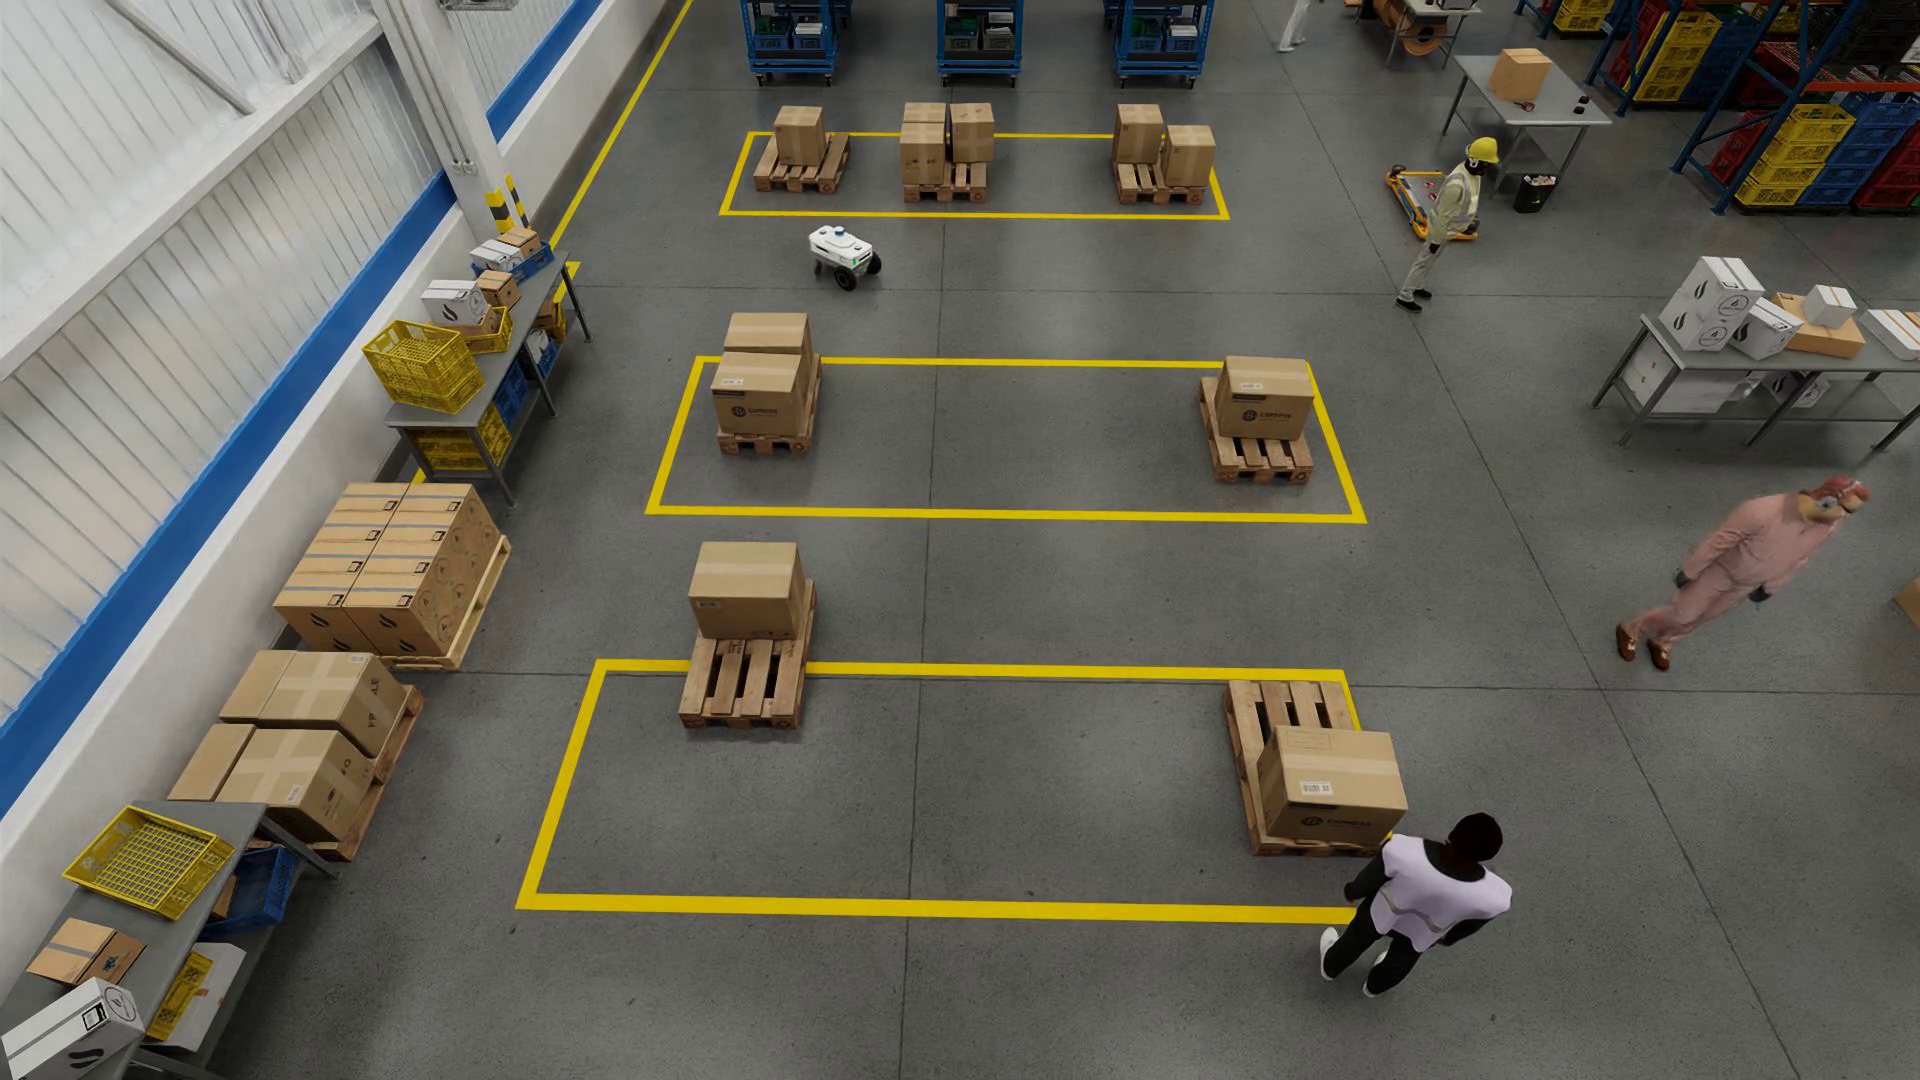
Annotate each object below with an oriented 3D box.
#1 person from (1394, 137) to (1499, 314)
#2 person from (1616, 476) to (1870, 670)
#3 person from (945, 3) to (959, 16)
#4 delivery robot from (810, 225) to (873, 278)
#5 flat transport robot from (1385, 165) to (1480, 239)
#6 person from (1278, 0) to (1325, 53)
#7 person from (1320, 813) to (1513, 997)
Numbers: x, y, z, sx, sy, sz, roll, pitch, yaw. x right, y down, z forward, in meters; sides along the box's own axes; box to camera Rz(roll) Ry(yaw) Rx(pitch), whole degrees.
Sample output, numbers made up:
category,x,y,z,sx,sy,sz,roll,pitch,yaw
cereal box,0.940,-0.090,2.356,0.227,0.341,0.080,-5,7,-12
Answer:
category,x,y,z,sx,sy,sz,roll,pitch,yaw
person,4.899,-3.151,9.223,0.403,1.824,0.589,31,56,24
person,5.280,0.237,6.261,0.685,1.885,0.401,-1,49,-1
person,-0.083,-8.642,13.864,0.382,1.995,0.612,-13,50,-11
delivery robot,-1.300,-3.191,10.031,0.707,0.478,0.477,31,56,24
flat transport robot,5.692,-4.094,11.059,0.652,0.197,1.431,1,49,1
person,5.243,-8.193,13.720,0.716,1.610,0.525,-16,51,-14
person,2.313,1.932,4.761,0.590,1.920,0.398,22,53,18
